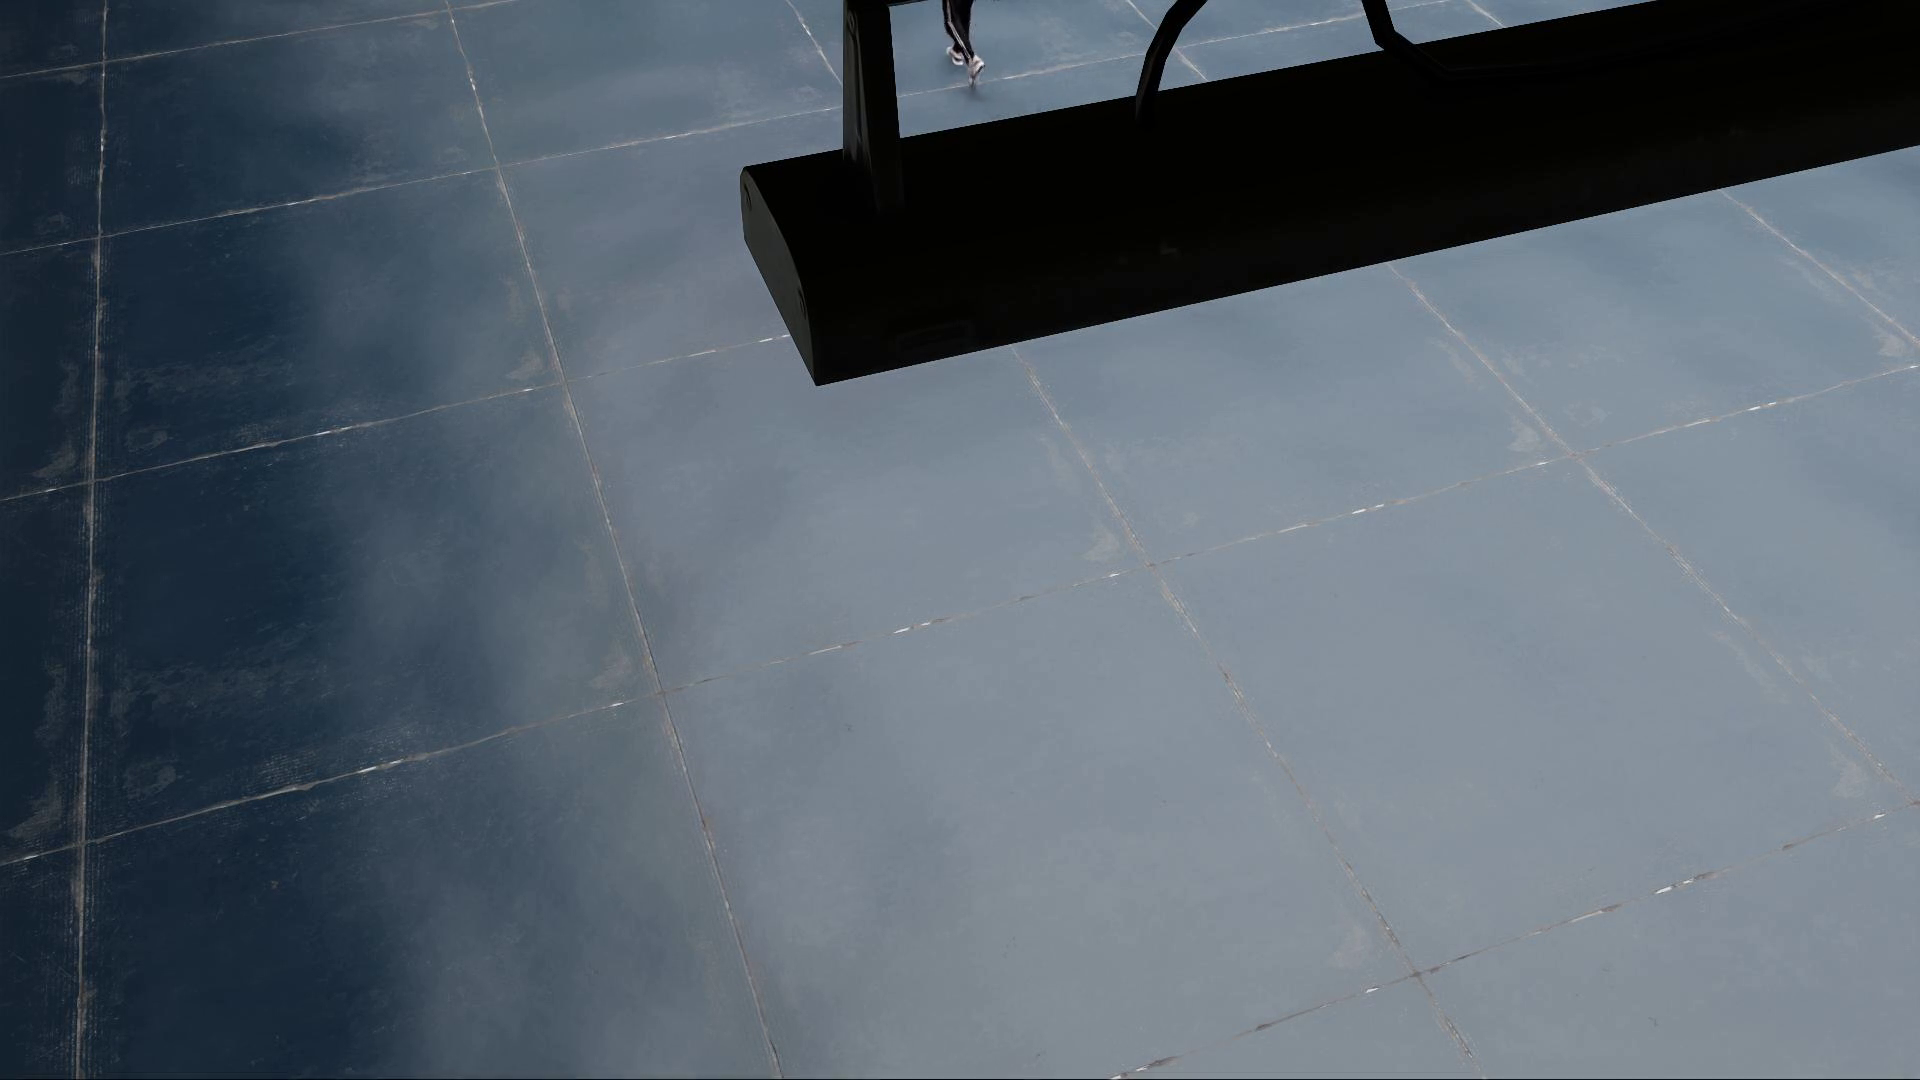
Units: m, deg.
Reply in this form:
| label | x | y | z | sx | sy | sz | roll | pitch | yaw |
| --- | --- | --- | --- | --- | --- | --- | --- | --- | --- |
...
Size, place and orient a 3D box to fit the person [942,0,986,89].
| label | x | y | z | sx | sy | sz | roll | pitch | yaw |
| --- | --- | --- | --- | --- | --- | --- | --- | --- | --- |
| person | 0.042 | -4.693 | 13.859 | 0.760 | 1.799 | 1.098 | -18 | 46 | -19 |
